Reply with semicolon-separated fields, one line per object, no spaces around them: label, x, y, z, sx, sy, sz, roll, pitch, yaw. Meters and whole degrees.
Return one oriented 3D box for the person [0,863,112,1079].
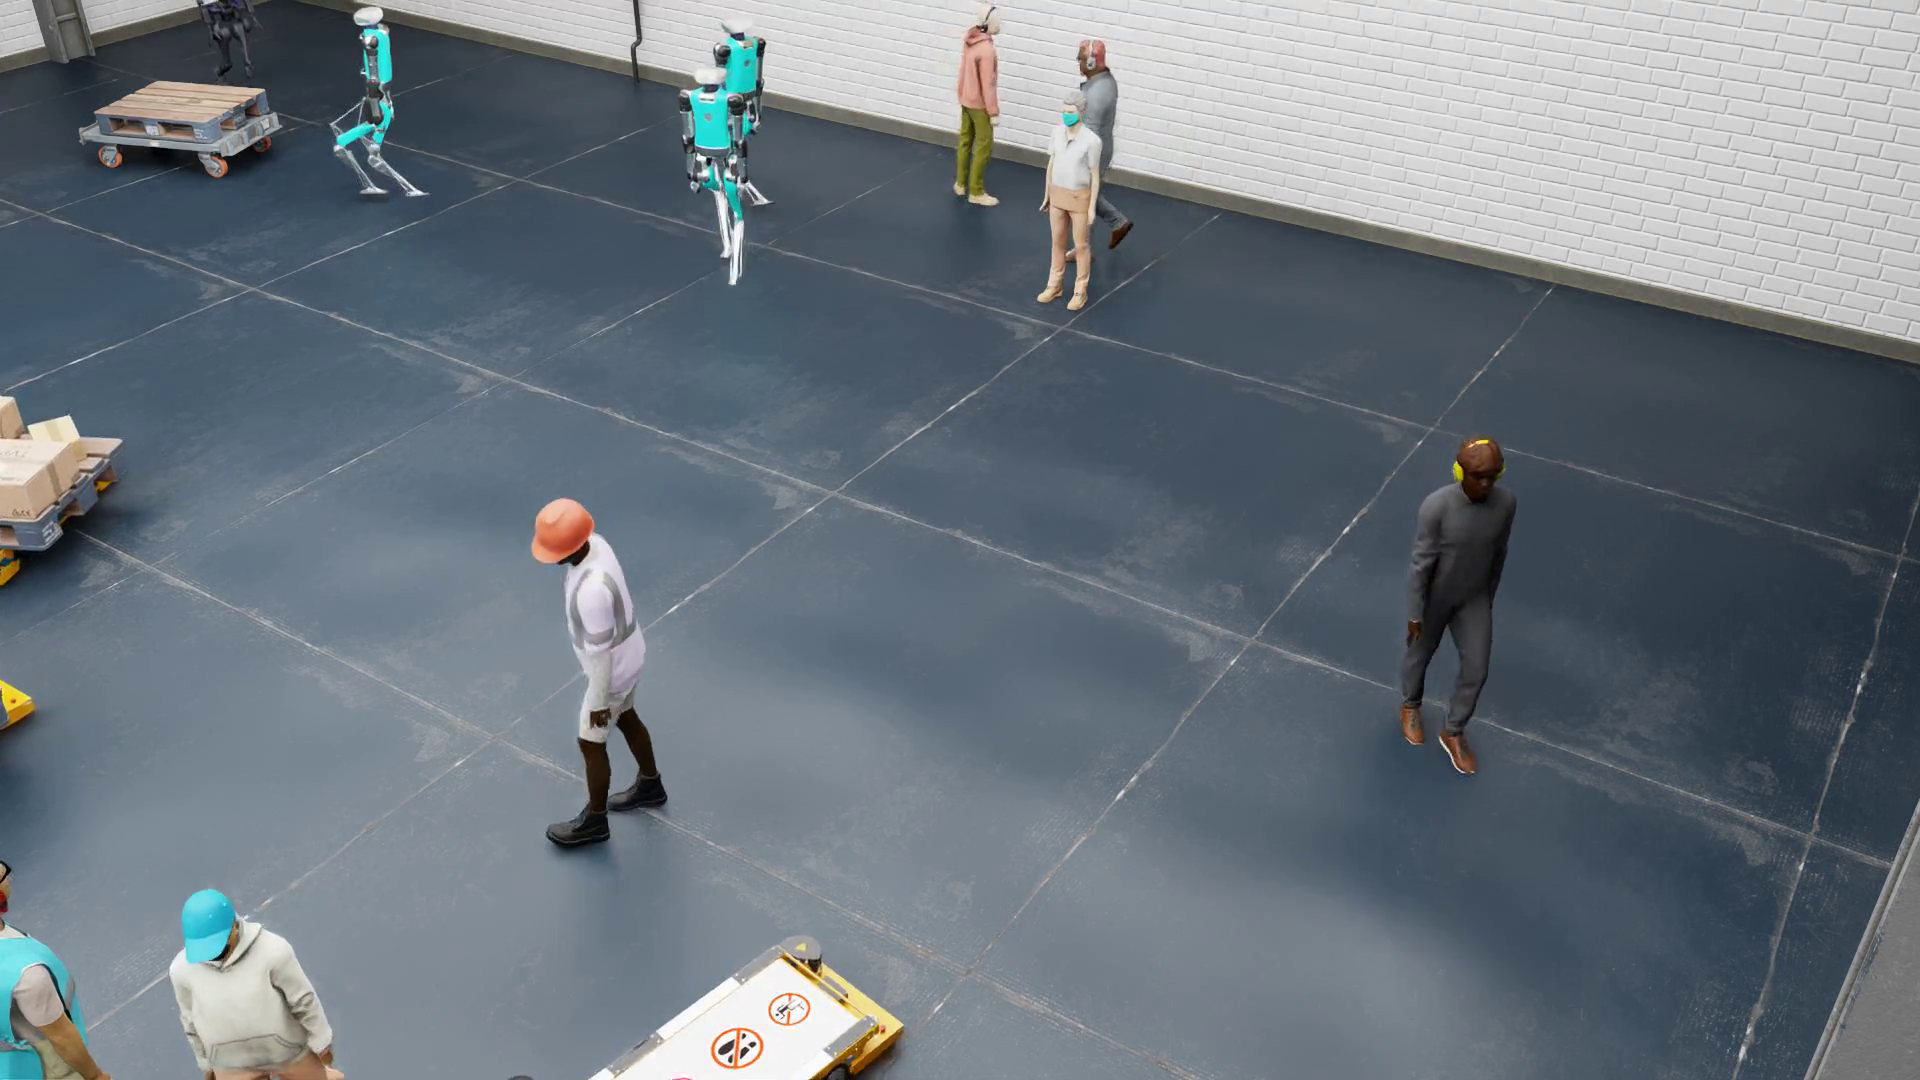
person;-3.294;1.836;5.944;0.563;1.842;0.391;16;36;23

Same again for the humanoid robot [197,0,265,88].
humanoid robot;-7.719;-5.483;17.509;0.636;1.636;0.599;27;42;35

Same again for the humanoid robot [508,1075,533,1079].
humanoid robot;-1.274;2.343;5.311;0.335;1.645;0.593;27;42;35

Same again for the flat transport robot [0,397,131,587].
flat transport robot;-6.006;-0.136;10.467;0.659;0.231;1.431;3;33;5

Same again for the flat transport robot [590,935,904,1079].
flat transport robot;-0.964;2.210;6.818;0.659;0.231;1.431;27;41;35

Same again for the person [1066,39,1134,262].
person;1.128;-3.179;13.712;0.538;1.887;0.643;4;33;6

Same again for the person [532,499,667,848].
person;-1.739;0.593;7.827;0.539;1.900;0.573;-4;33;-7

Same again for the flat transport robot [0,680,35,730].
flat transport robot;-5.649;1.076;8.581;0.659;0.231;1.431;19;38;27

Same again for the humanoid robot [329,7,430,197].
humanoid robot;-5.323;-3.857;14.907;0.922;1.765;0.538;-3;33;-4

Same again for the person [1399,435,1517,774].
person;2.469;0.329;8.281;0.521;1.847;0.723;-3;33;-5

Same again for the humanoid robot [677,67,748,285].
humanoid robot;-1.941;-3.044;13.659;0.538;1.796;0.835;5;33;7

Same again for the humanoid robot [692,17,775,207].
humanoid robot;-2.065;-3.797;14.803;0.977;1.738;0.559;27;41;35

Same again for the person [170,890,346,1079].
person;-2.549;1.835;6.126;0.479;1.655;0.708;-8;33;-11

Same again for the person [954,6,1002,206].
person;0.127;-3.937;14.980;0.353;1.802;0.694;-11;34;-17

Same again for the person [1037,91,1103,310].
person;0.866;-2.662;13.030;0.482;1.748;0.319;20;38;28
